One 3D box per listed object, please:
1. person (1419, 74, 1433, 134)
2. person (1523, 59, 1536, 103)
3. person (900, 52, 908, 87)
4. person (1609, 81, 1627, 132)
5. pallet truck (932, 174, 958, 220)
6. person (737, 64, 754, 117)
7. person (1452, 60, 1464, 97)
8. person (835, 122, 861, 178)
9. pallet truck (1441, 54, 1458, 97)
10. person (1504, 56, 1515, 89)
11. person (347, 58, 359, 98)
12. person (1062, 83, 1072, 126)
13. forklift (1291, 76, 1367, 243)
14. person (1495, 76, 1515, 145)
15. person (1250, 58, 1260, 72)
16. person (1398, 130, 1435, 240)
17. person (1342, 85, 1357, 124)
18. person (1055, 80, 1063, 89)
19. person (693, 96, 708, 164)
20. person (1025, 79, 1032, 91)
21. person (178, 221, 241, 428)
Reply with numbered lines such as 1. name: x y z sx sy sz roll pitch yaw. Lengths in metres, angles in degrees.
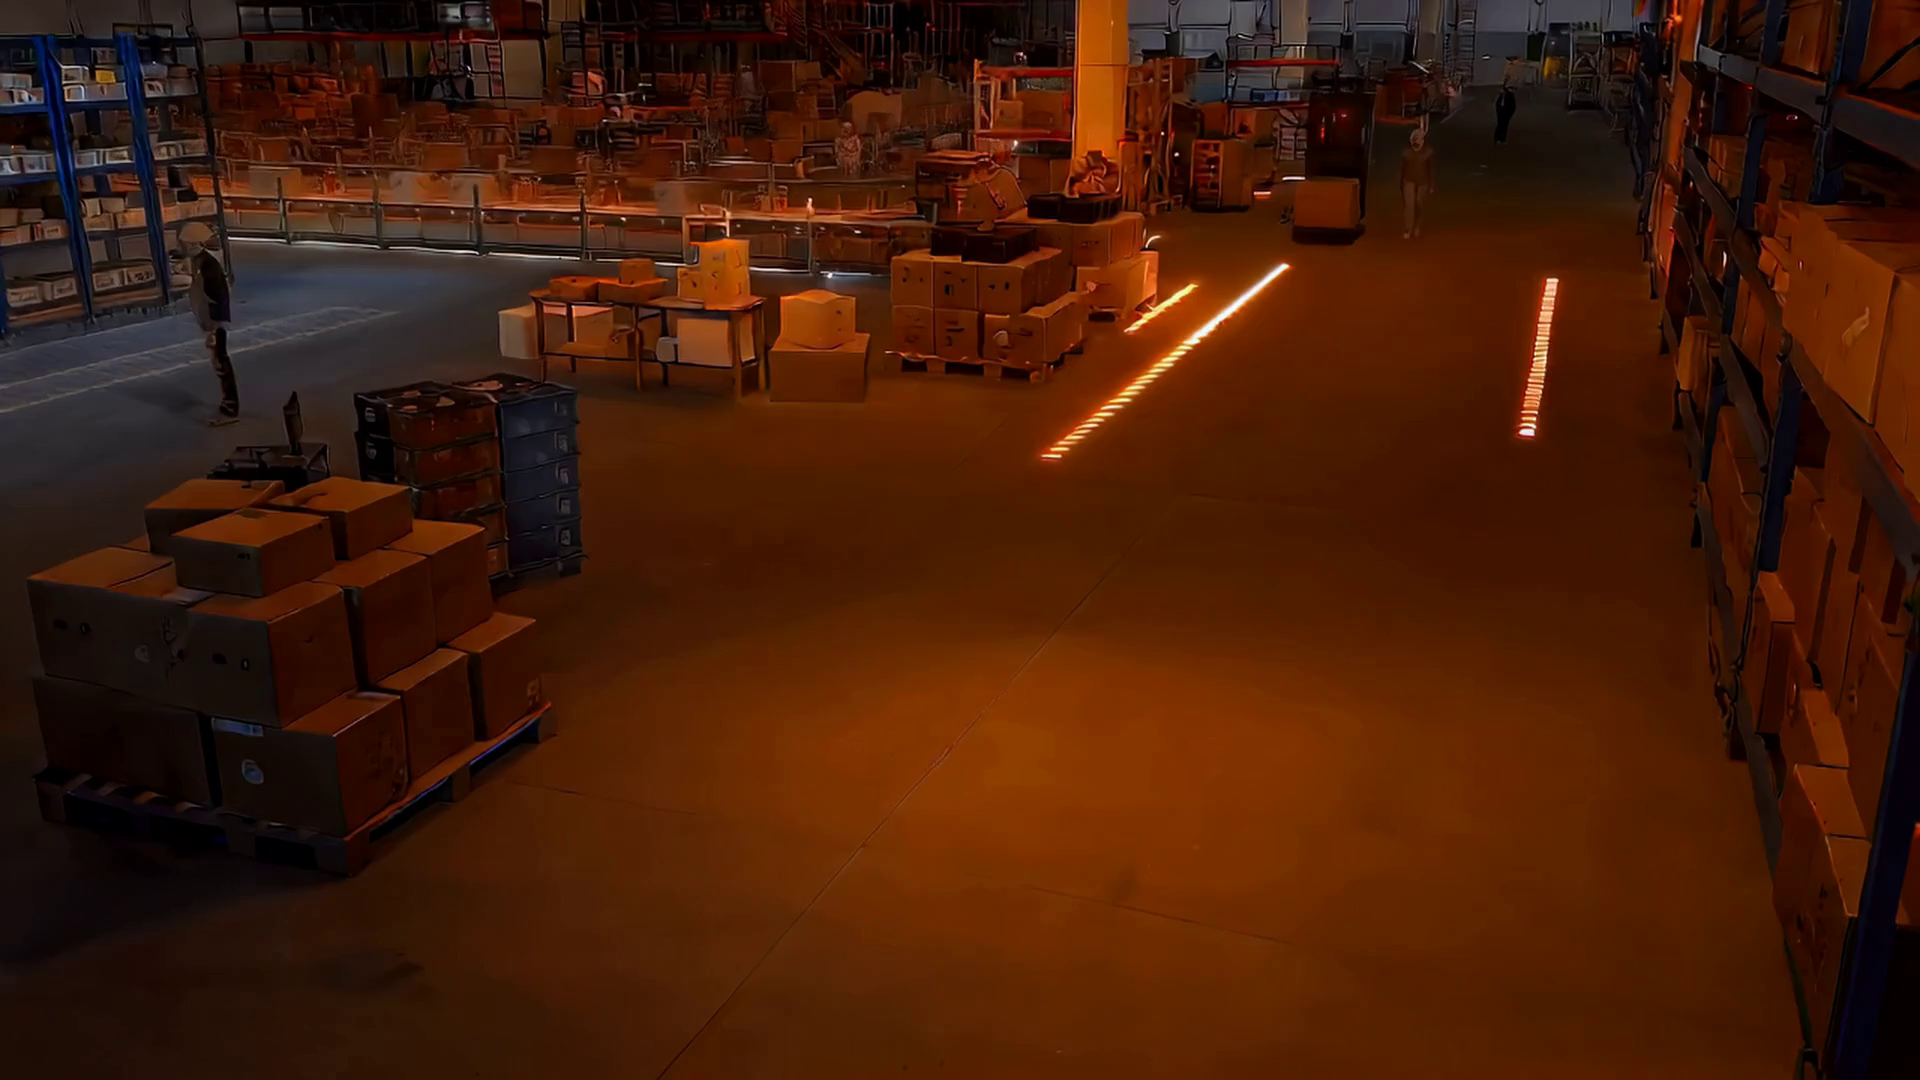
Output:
1. person: 15.315 -14.364 54.812 0.348 1.942 0.548 -8 19 -24
2. person: 24.948 -20.119 72.931 0.510 1.915 0.603 -15 23 -38
3. person: -2.962 -24.729 87.542 0.430 1.844 0.623 0 18 1
4. person: 21.982 -14.430 55.452 0.545 1.661 0.785 -4 18 -13
5. pallet truck: -0.507 -5.292 27.348 0.653 1.274 1.630 6 19 19
6. person: -8.172 -16.981 62.947 1.060 1.987 0.634 14 22 36
7. person: 23.609 -21.930 79.025 0.545 1.656 0.797 -10 20 -28
8. person: -2.361 -7.981 35.172 0.549 1.679 0.566 0 18 1
9. pallet truck: 22.765 -21.886 78.355 0.823 1.965 1.885 -4 18 -14
10. person: 26.725 -22.627 80.942 0.504 1.840 0.345 -8 19 -23
11. person: -28.195 -21.439 77.206 0.935 1.849 0.584 6 18 17
12. person: 3.256 -12.887 50.364 0.611 1.817 0.425 5 18 16
13. forklift: 6.598 -6.755 29.381 1.129 2.768 1.873 6 19 19
14. person: 16.639 -13.096 50.666 0.682 2.000 0.538 -15 23 -38
15. person: 14.545 -22.967 82.168 0.493 1.740 0.325 4 18 12
16. person: 8.158 -6.374 29.785 0.632 1.900 0.990 6 18 17
17. person: 12.946 -14.361 54.951 0.642 1.852 0.522 10 20 30
18. person: 5.204 -24.632 87.146 0.613 1.889 0.887 8 19 23
19. person: -6.892 -10.892 44.195 0.329 1.764 0.524 -5 18 -15
20. person: 2.687 -17.474 64.701 0.328 1.872 0.512 -1 18 -3
21. person: -7.291 -2.097 16.183 0.380 1.991 0.626 -8 19 -23
